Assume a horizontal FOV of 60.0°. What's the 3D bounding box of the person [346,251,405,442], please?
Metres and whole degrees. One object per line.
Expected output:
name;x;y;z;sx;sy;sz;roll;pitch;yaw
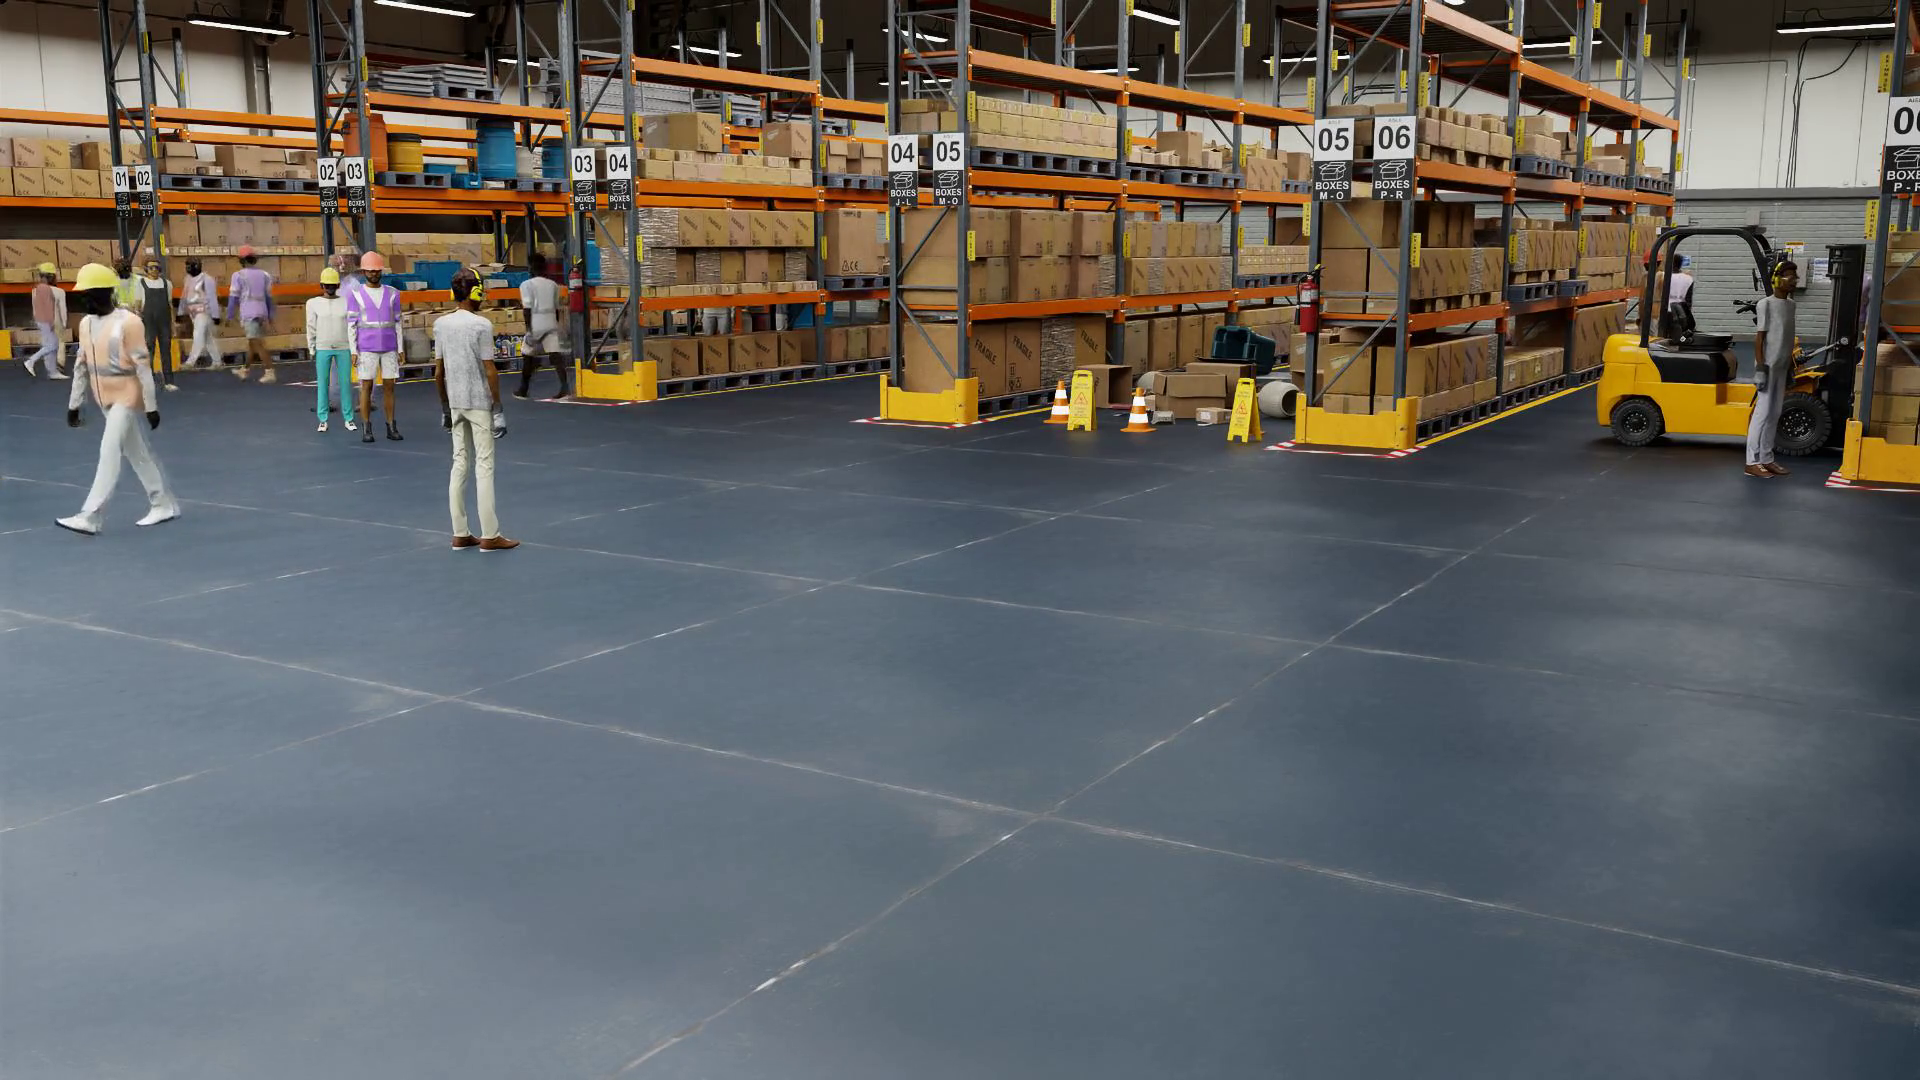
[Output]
person;-5.954;-1.968;17.004;0.553;1.935;0.362;-7;12;-34

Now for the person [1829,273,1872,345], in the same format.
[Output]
person;12.768;-3.175;23.832;0.589;1.919;0.402;5;11;27

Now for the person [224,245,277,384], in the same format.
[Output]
person;-10.305;-3.265;24.124;1.036;1.988;0.632;5;11;26

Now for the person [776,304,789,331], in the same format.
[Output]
person;-3.087;-3.801;28.119;0.509;1.631;0.267;9;13;41

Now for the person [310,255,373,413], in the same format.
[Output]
person;-7.376;-2.426;19.722;0.652;1.878;0.841;6;12;30

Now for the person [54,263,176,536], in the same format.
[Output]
person;-5.974;-0.983;11.647;0.611;1.874;0.980;6;12;31

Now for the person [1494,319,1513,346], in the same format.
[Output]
person;10.692;-4.752;32.811;0.641;1.860;0.976;-4;11;-19

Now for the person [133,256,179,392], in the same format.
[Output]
person;-10.955;-2.936;22.684;0.508;1.846;0.345;-10;14;-44

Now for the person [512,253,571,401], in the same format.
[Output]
person;-5.378;-2.729;21.366;1.033;1.907;0.602;9;13;40

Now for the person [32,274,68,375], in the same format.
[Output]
person;-14.008;-3.344;25.630;0.518;1.610;0.554;-3;10;-15

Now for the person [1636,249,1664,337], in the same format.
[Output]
person;10.233;-3.332;24.659;0.376;1.931;0.542;-3;11;-17

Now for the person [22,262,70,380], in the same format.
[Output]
person;-13.538;-3.219;24.535;0.541;1.738;0.538;-8;13;-37

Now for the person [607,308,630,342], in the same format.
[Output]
person;-6.247;-4.221;30.511;0.520;1.625;0.435;7;12;33

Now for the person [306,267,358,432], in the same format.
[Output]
person;-6.763;-2.049;17.949;0.523;1.765;0.316;-5;11;-26

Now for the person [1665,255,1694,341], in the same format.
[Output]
person;11.134;-3.531;26.057;0.593;1.836;1.044;3;11;19

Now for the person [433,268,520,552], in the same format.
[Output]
person;-3.210;-0.851;10.955;0.520;1.865;0.328;5;11;24

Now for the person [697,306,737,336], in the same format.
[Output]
person;-3.676;-3.419;25.162;0.630;1.932;0.370;0;10;1

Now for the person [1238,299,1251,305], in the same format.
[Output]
person;5.418;-4.587;32.214;0.492;1.742;0.324;8;13;38

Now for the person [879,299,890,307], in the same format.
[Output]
person;-1.293;-4.705;32.222;0.633;1.971;0.476;5;11;26

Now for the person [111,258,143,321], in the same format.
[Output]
person;-12.223;-3.238;24.470;0.667;1.814;0.495;-7;12;-35

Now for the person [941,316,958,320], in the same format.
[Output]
person;-0.025;-3.014;22.602;0.606;2.035;0.403;6;12;32

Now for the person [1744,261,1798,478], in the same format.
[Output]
person;7.092;-1.480;14.457;0.532;1.870;0.319;-7;12;-34

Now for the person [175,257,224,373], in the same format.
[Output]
person;-12.019;-3.532;26.149;0.638;1.798;0.931;7;12;36
